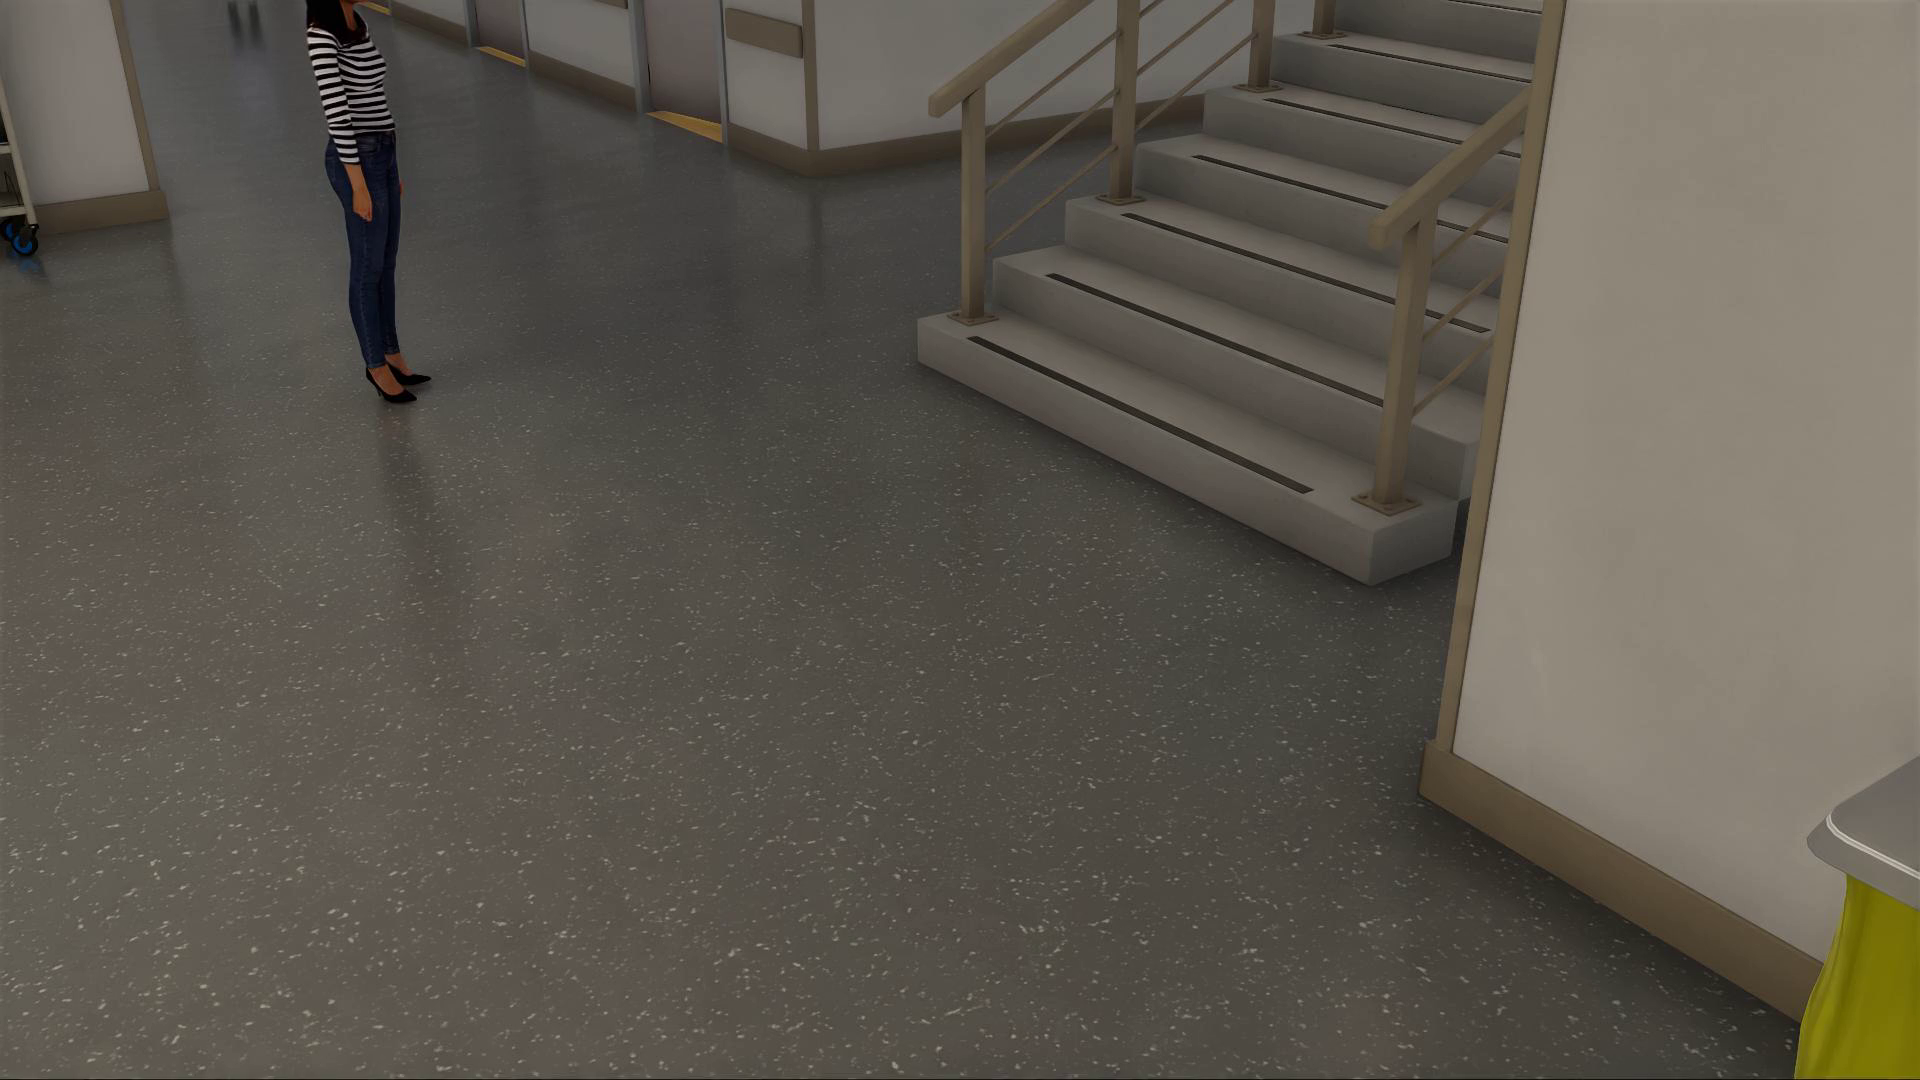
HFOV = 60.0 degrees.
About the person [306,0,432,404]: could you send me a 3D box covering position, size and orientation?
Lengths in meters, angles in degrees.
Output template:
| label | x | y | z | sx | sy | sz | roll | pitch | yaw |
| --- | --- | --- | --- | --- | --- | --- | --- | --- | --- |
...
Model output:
| label | x | y | z | sx | sy | sz | roll | pitch | yaw |
| --- | --- | --- | --- | --- | --- | --- | --- | --- | --- |
| person | -2.341 | -1.429 | 6.540 | 0.658 | 1.797 | 0.643 | 0 | 26 | 0 |
